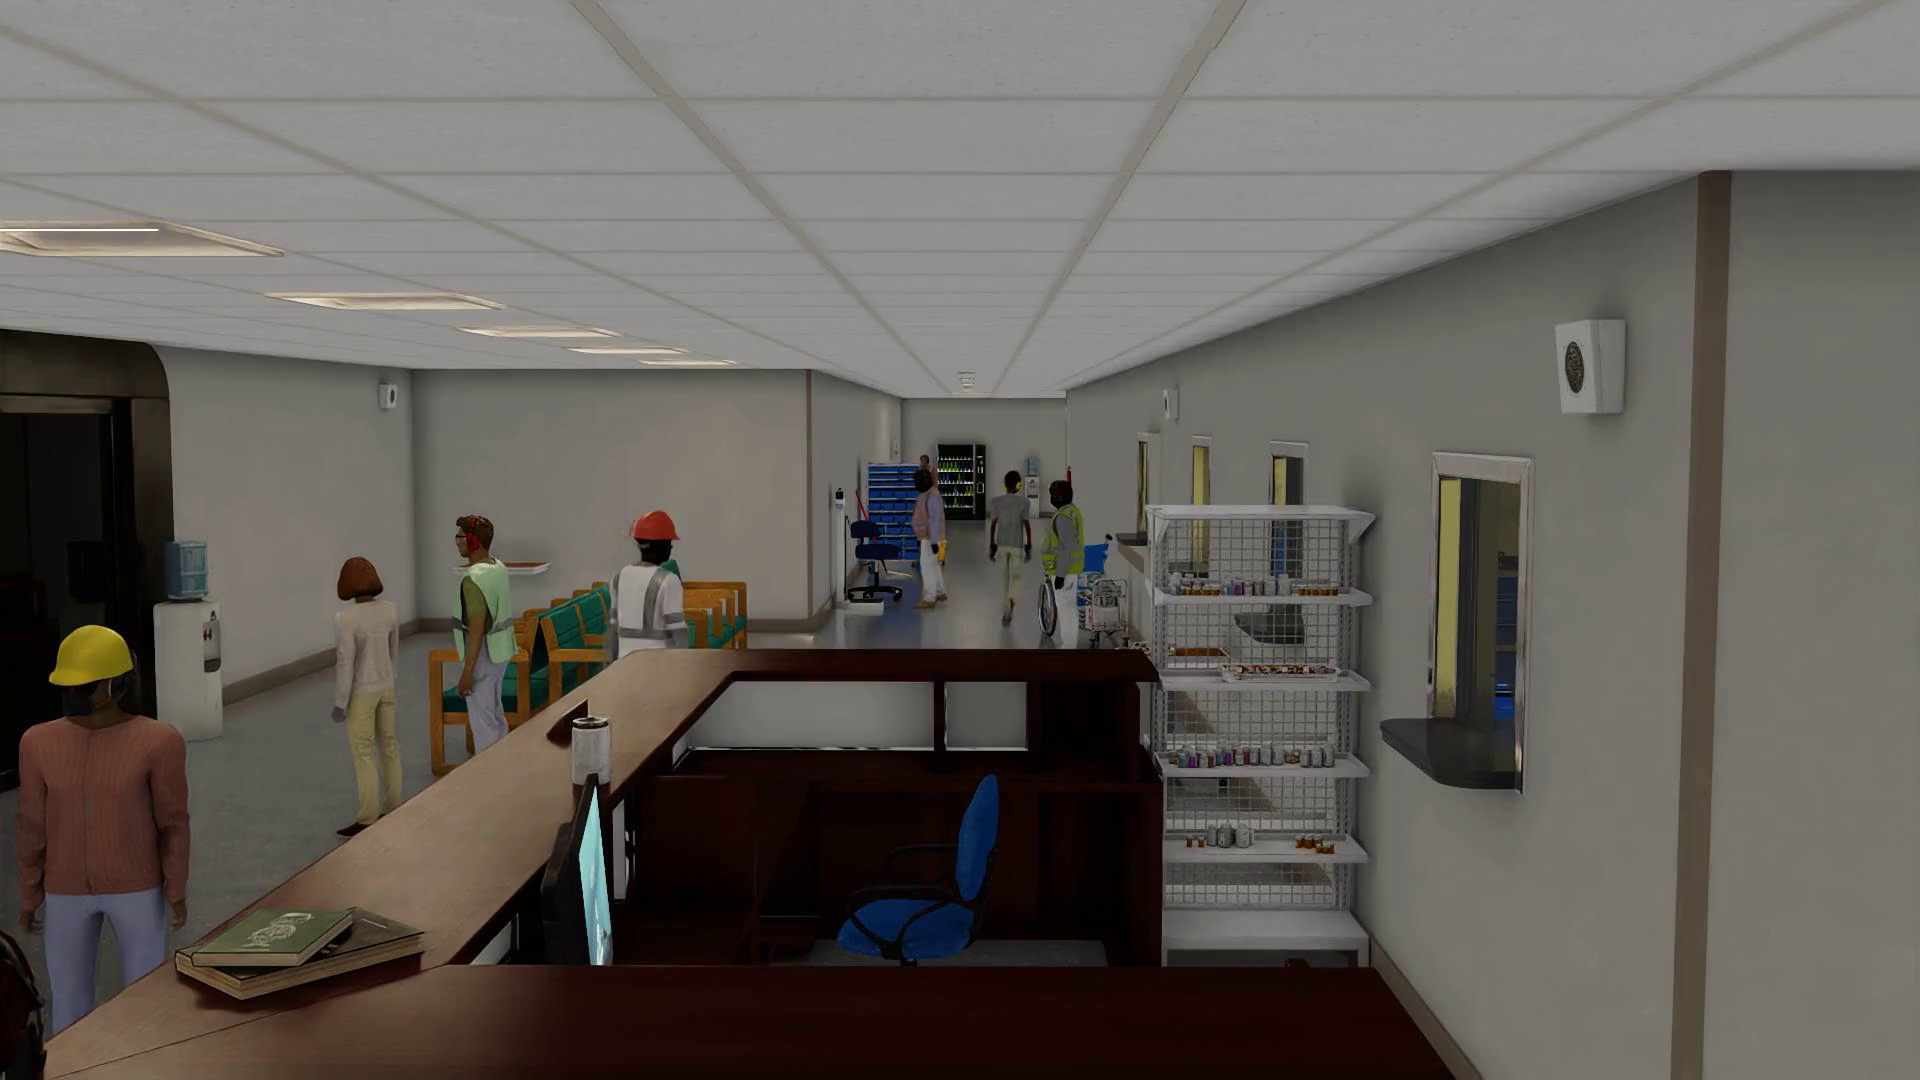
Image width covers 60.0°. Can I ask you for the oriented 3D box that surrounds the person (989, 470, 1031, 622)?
[{"bbox_3d":[0.575,0.090,19.857,0.540,1.847,0.628,1,4,15],"label":"person"}]

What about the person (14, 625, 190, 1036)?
[{"bbox_3d":[-2.807,1.152,5.451,0.524,1.764,0.329,-1,4,-10],"label":"person"}]

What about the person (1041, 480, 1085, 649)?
[{"bbox_3d":[1.025,0.319,16.608,0.430,1.839,0.626,1,4,11],"label":"person"}]

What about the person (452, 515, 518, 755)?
[{"bbox_3d":[-2.945,0.766,10.281,0.390,1.846,0.564,0,4,-1],"label":"person"}]

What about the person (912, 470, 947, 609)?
[{"bbox_3d":[-0.393,-0.015,21.697,0.527,1.796,0.787,-1,4,-9],"label":"person"}]

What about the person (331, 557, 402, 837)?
[{"bbox_3d":[-3.469,0.912,9.709,0.284,1.633,0.498,2,4,21],"label":"person"}]

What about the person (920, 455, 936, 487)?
[{"bbox_3d":[-0.824,-1.198,39.287,0.523,1.636,0.311,1,4,19],"label":"person"}]

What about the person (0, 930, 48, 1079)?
[{"bbox_3d":[-1.197,1.365,1.985,0.627,1.835,0.429,-2,5,-30],"label":"person"}]

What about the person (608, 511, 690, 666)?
[{"bbox_3d":[-1.909,0.765,10.096,0.565,1.888,1.020,3,5,38],"label":"person"}]
